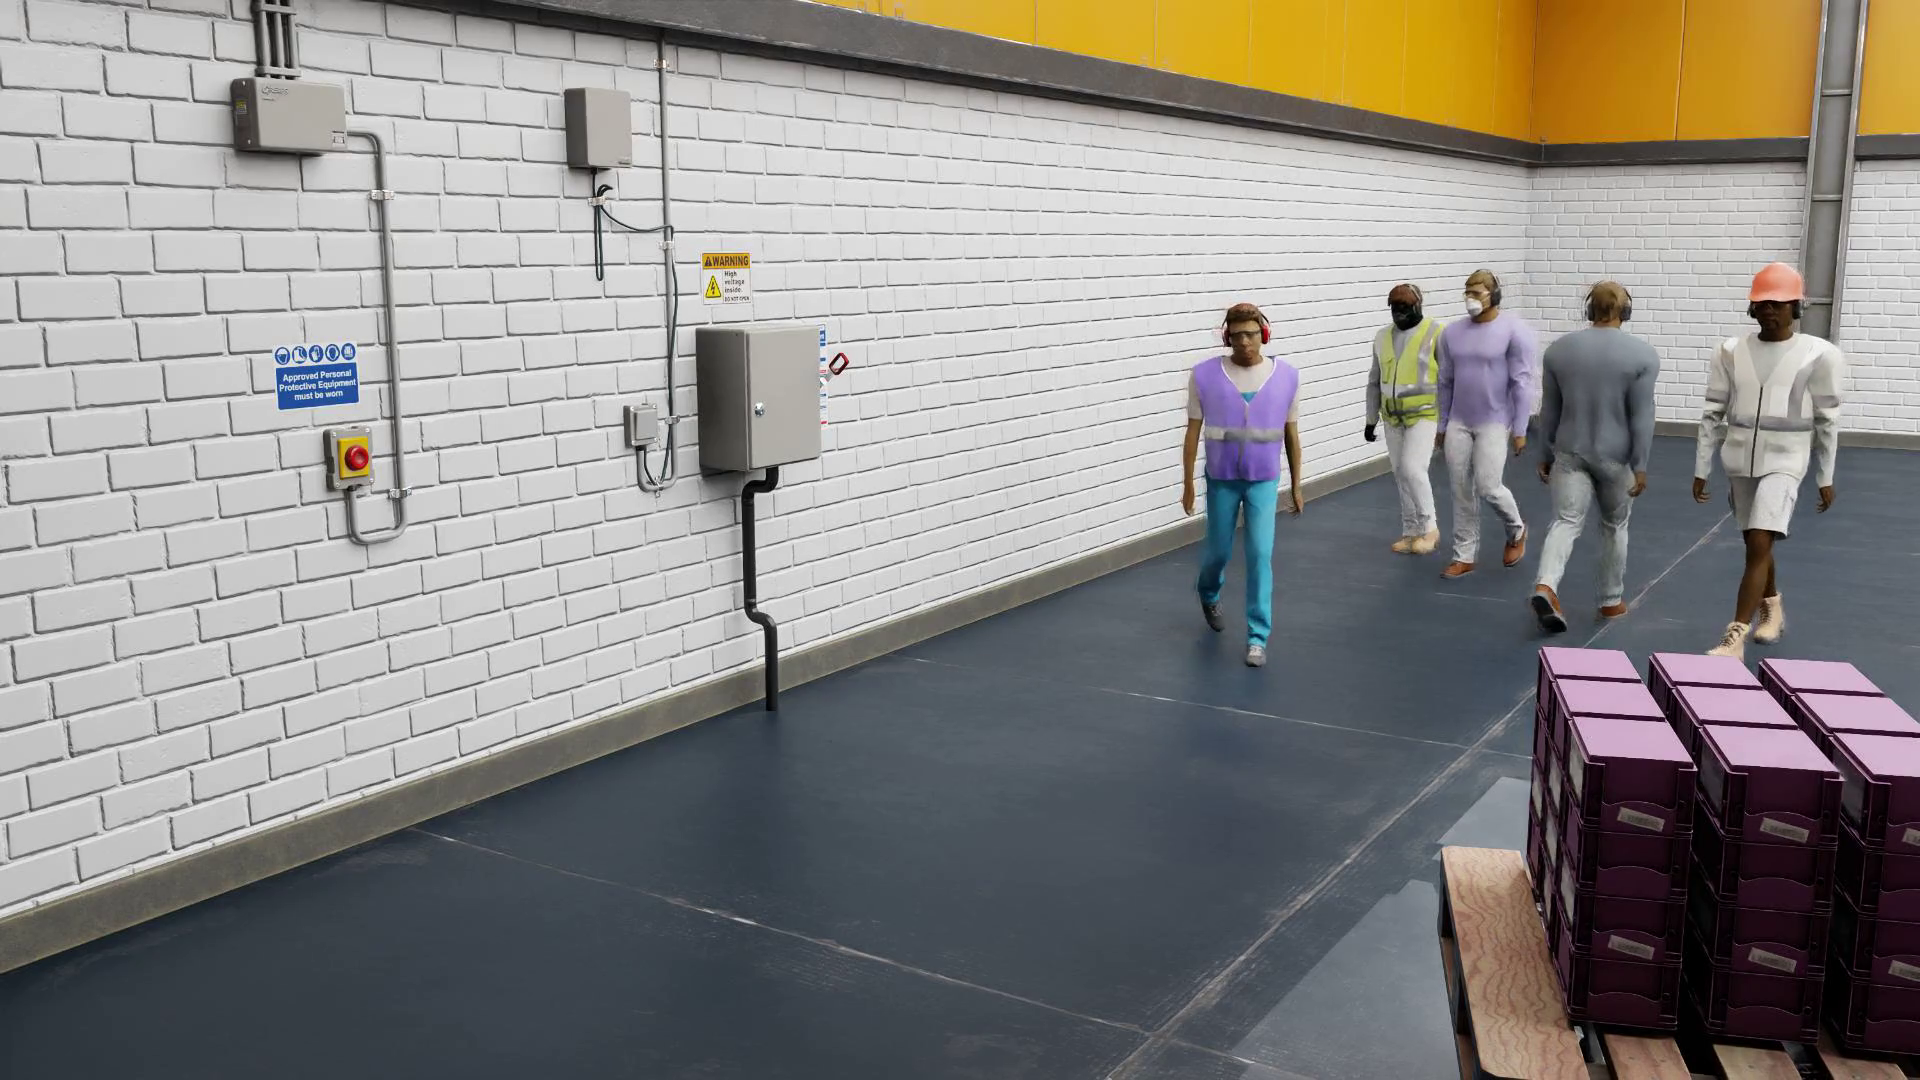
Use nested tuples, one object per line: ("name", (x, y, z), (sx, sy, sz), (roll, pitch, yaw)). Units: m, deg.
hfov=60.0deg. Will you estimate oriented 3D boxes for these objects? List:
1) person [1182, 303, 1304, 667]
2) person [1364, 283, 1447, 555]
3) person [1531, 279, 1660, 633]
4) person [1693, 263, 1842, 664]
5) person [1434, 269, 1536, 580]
("person", (1.439, -0.316, 8.502), (0.614, 1.805, 0.840), (1, 10, 4))
("person", (3.010, -0.804, 11.143), (0.465, 1.818, 0.658), (-8, 13, -37))
("person", (3.392, -0.451, 8.973), (0.632, 1.901, 0.907), (8, 13, 37))
("person", (4.041, -0.388, 8.364), (1.076, 1.992, 0.624), (-10, 14, -43))
("person", (3.268, -0.711, 10.331), (0.535, 1.928, 0.627), (-8, 13, -38))
